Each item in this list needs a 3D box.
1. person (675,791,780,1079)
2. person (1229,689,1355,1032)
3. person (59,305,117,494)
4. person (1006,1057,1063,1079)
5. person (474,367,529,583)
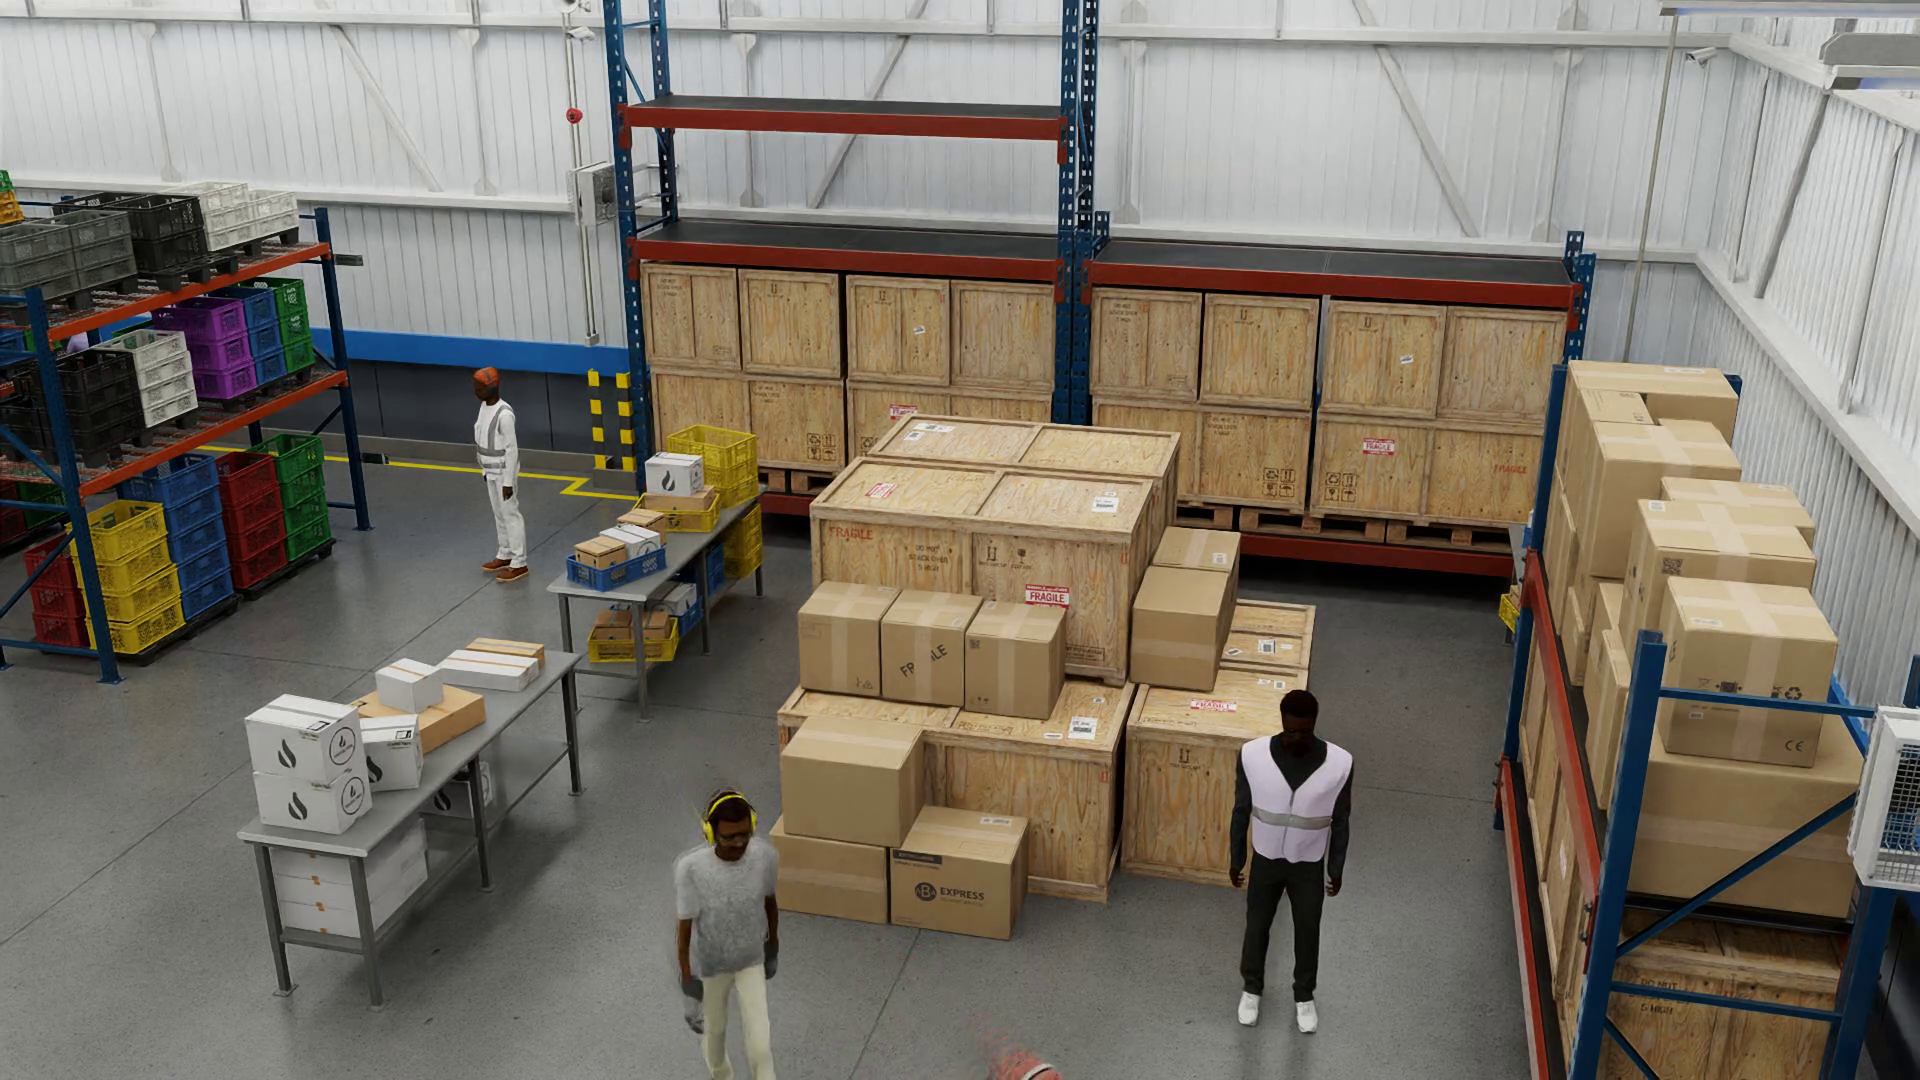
[{"bbox_3d":[-1.032,2.001,7.612,0.523,1.829,0.886,-7,22,-17],"label":"person"},{"bbox_3d":[1.674,1.615,8.509,0.593,1.911,0.388,4,21,11],"label":"person"},{"bbox_3d":[-8.565,-1.424,16.416,0.354,1.936,0.636,-10,23,-25],"label":"person"},{"bbox_3d":[0.165,2.589,6.092,0.648,1.824,1.078,-12,24,-29],"label":"person"},{"bbox_3d":[-3.956,-0.572,14.259,0.356,1.886,0.574,-14,25,-33],"label":"person"}]
